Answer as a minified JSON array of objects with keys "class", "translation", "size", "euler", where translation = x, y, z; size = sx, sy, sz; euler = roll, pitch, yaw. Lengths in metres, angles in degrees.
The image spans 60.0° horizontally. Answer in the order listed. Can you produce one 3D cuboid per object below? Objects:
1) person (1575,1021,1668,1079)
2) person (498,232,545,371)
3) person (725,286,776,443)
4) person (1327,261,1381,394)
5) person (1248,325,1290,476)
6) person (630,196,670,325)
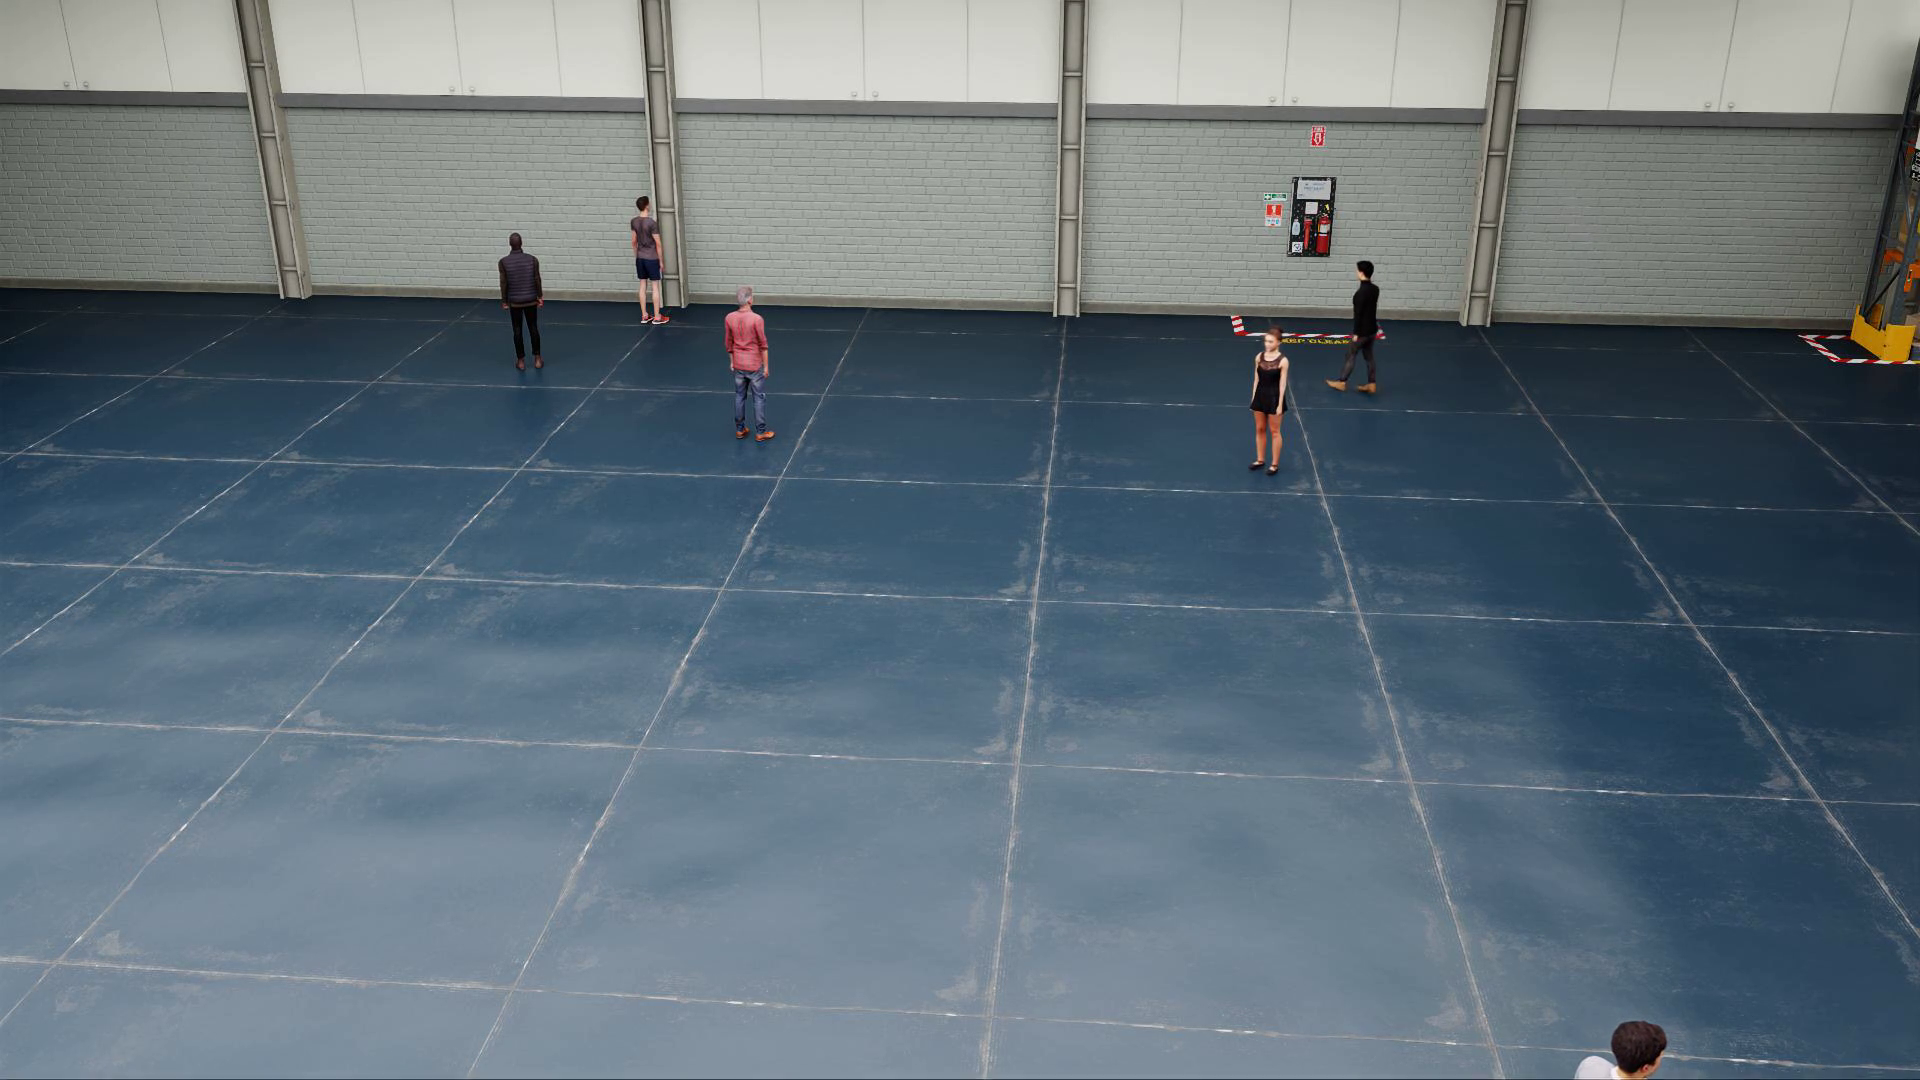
[{"class":"person","translation":[2.947,2.974,7.542],"size":[0.814,1.923,0.832],"euler":[-9,25,-20]},{"class":"person","translation":[-5.824,-3.184,22.132],"size":[0.673,1.836,0.832],"euler":[-8,24,-18]},{"class":"person","translation":[-2.486,-2.076,19.533],"size":[0.602,1.831,0.802],"euler":[9,25,20]},{"class":"person","translation":[5.185,-2.686,21.117],"size":[0.994,1.715,0.923],"euler":[21,31,40]},{"class":"person","translation":[3.456,-1.571,18.541],"size":[0.670,1.679,0.743],"euler":[20,30,39]},{"class":"person","translation":[-4.546,-4.074,24.205],"size":[0.614,1.853,0.779],"euler":[10,25,23]}]
